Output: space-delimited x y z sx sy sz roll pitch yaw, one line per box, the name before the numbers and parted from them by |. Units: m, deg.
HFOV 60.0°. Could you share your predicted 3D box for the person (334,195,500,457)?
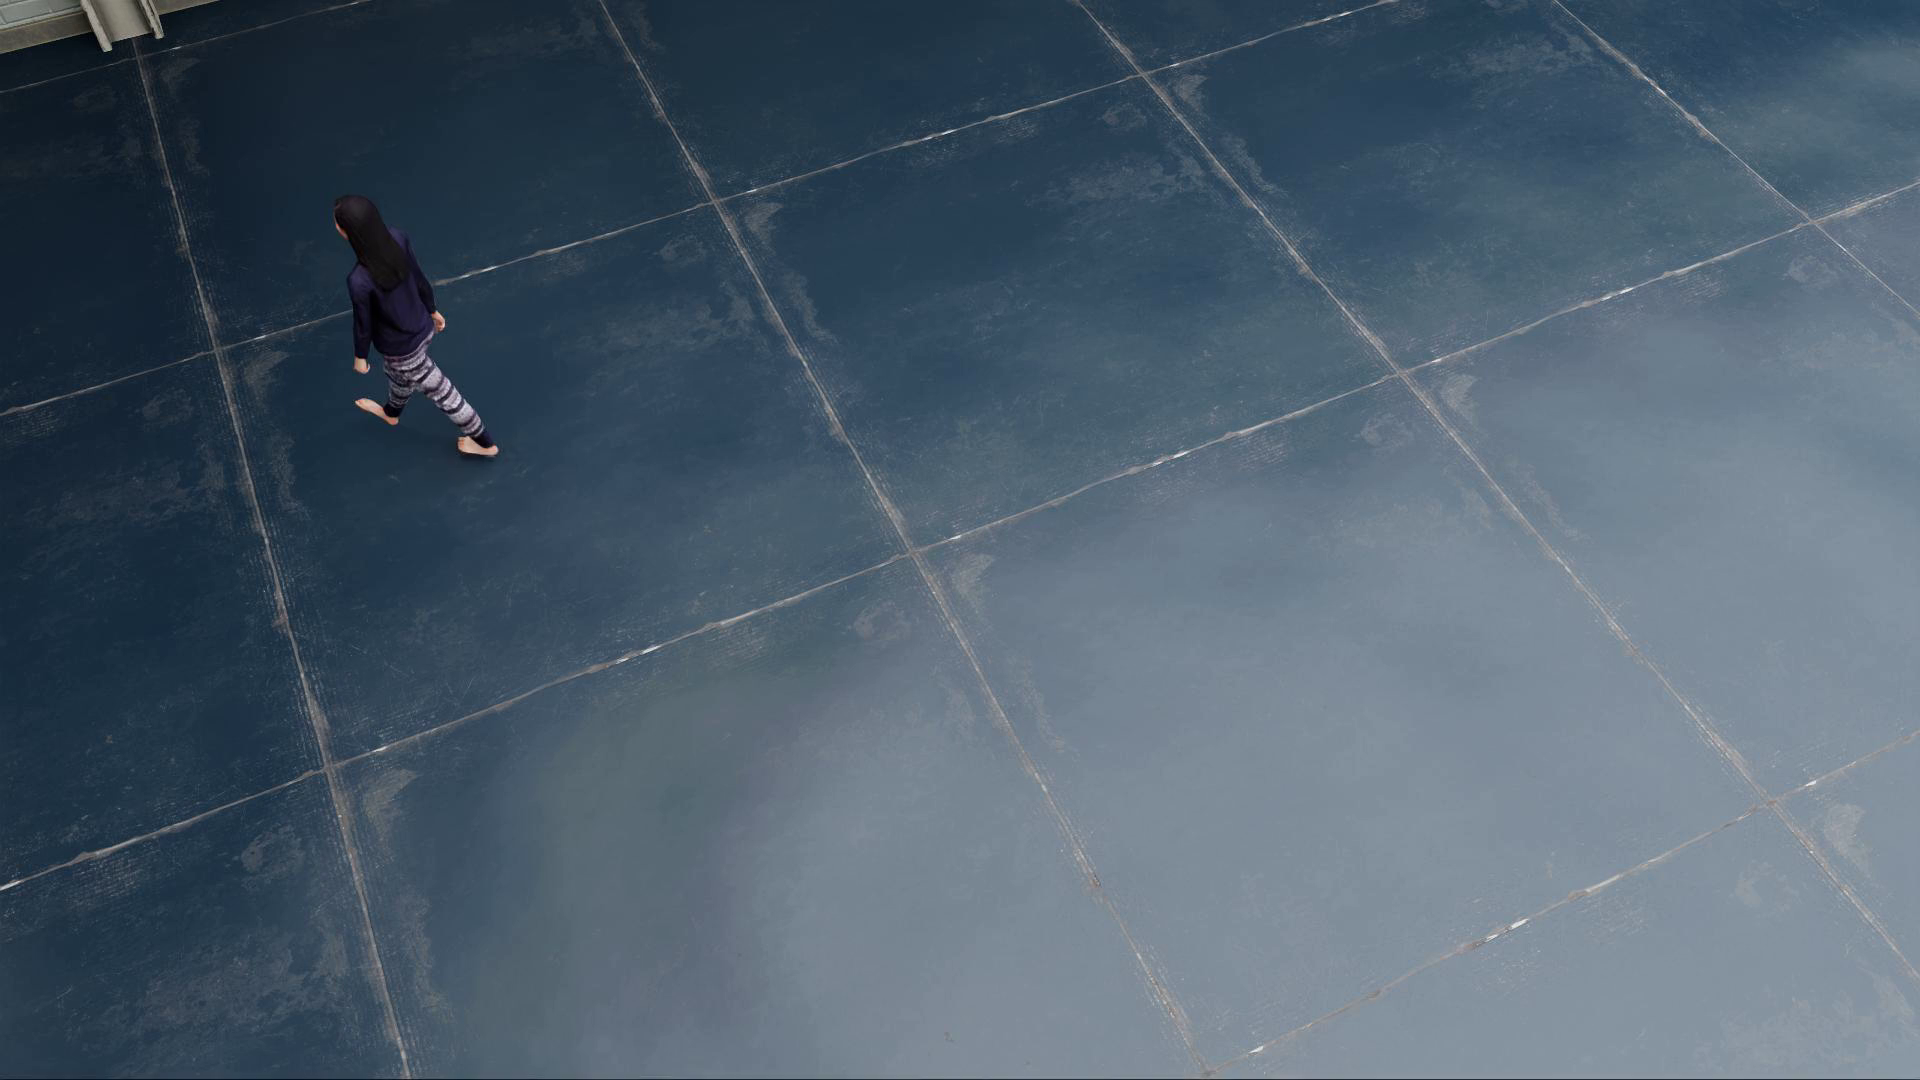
person | -2.704 -0.998 8.323 1.138 1.687 1.043 13 53 10
